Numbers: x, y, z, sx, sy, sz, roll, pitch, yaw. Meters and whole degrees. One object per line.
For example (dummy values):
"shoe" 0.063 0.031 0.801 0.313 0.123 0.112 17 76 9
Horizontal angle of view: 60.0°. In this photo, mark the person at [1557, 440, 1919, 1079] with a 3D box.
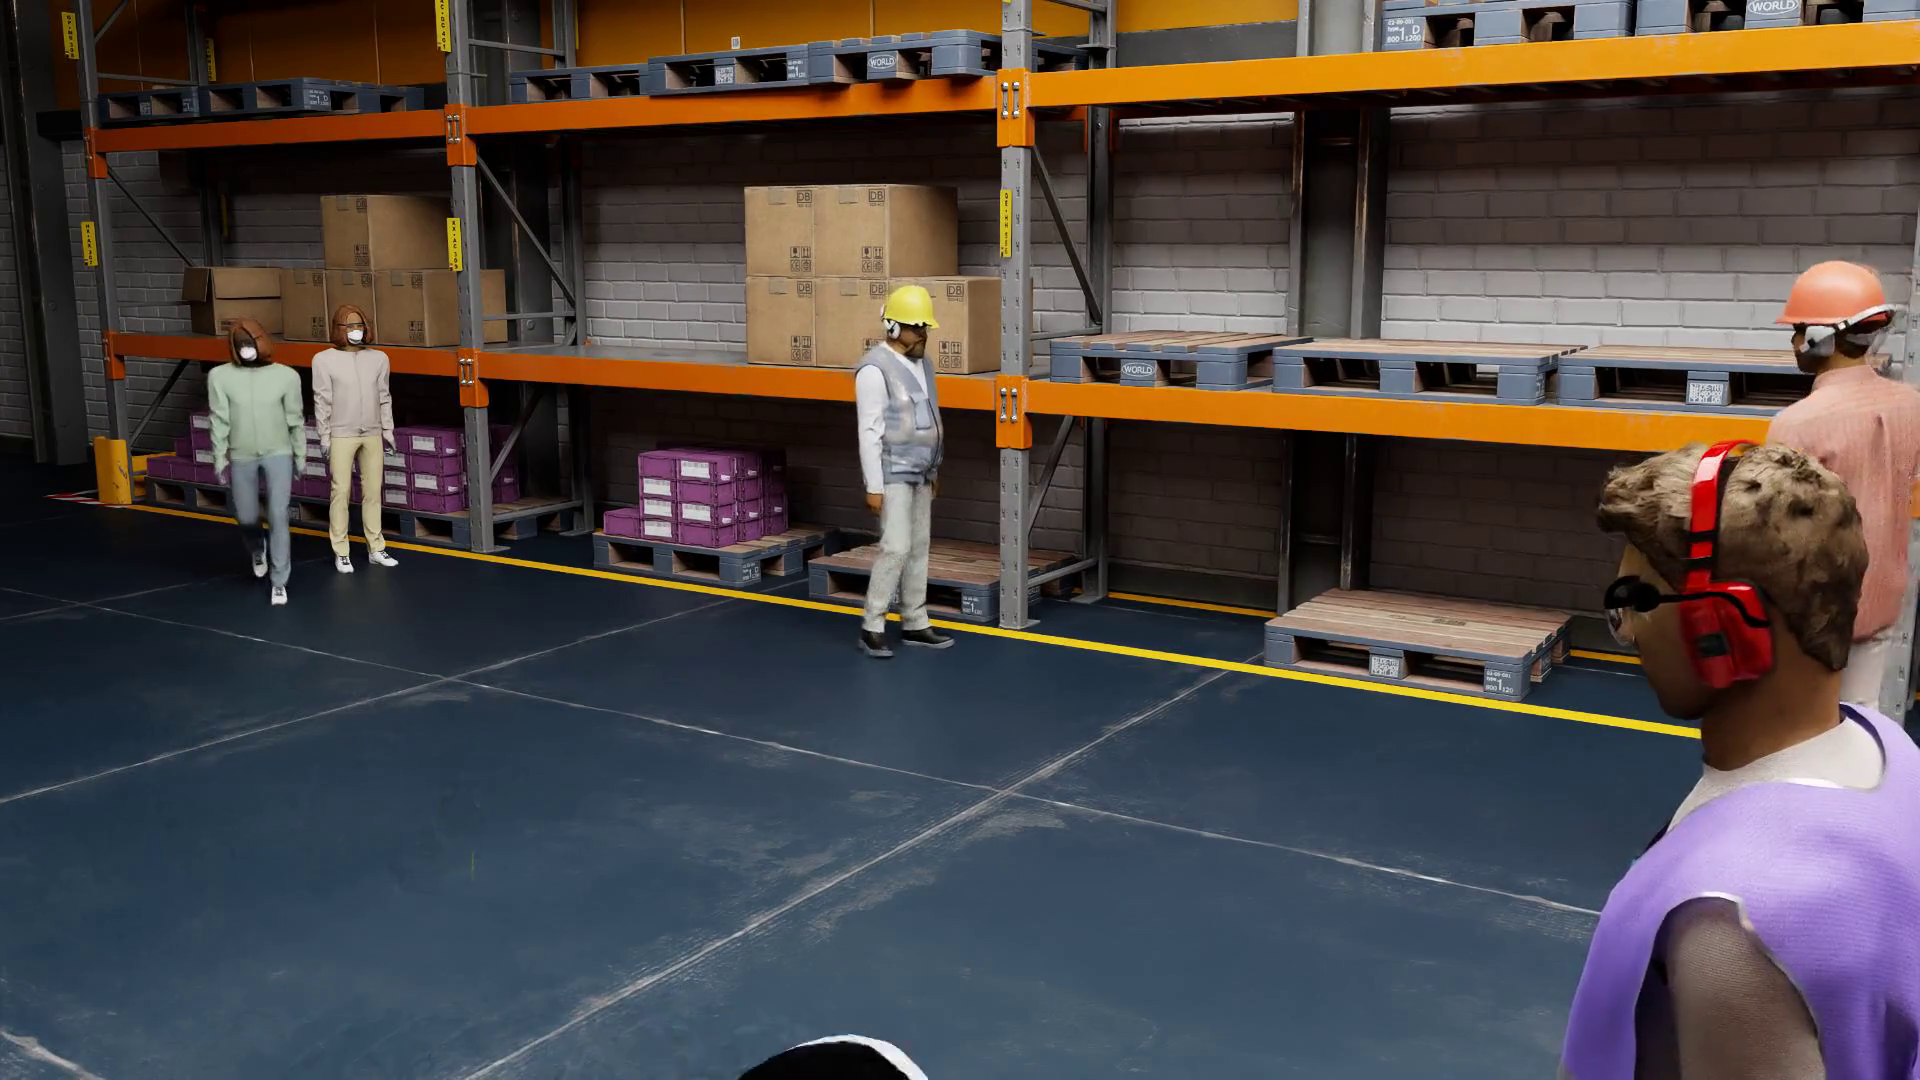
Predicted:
"person" 0.777 0.817 1.666 0.389 1.837 0.563 7 12 35

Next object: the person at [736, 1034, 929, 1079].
"person" -0.038 0.949 0.936 0.658 1.833 0.540 4 11 22

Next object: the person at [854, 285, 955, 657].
"person" -0.273 -0.334 8.131 0.426 1.810 0.609 5 11 26

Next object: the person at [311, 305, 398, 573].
"person" -3.702 -0.623 10.209 0.281 1.633 0.500 9 14 42

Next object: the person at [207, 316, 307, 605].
"person" -3.955 -0.468 9.411 0.501 1.603 0.650 -4 11 -20

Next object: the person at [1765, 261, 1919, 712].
"person" 2.530 0.181 4.840 0.623 1.968 0.847 -4 11 -21
